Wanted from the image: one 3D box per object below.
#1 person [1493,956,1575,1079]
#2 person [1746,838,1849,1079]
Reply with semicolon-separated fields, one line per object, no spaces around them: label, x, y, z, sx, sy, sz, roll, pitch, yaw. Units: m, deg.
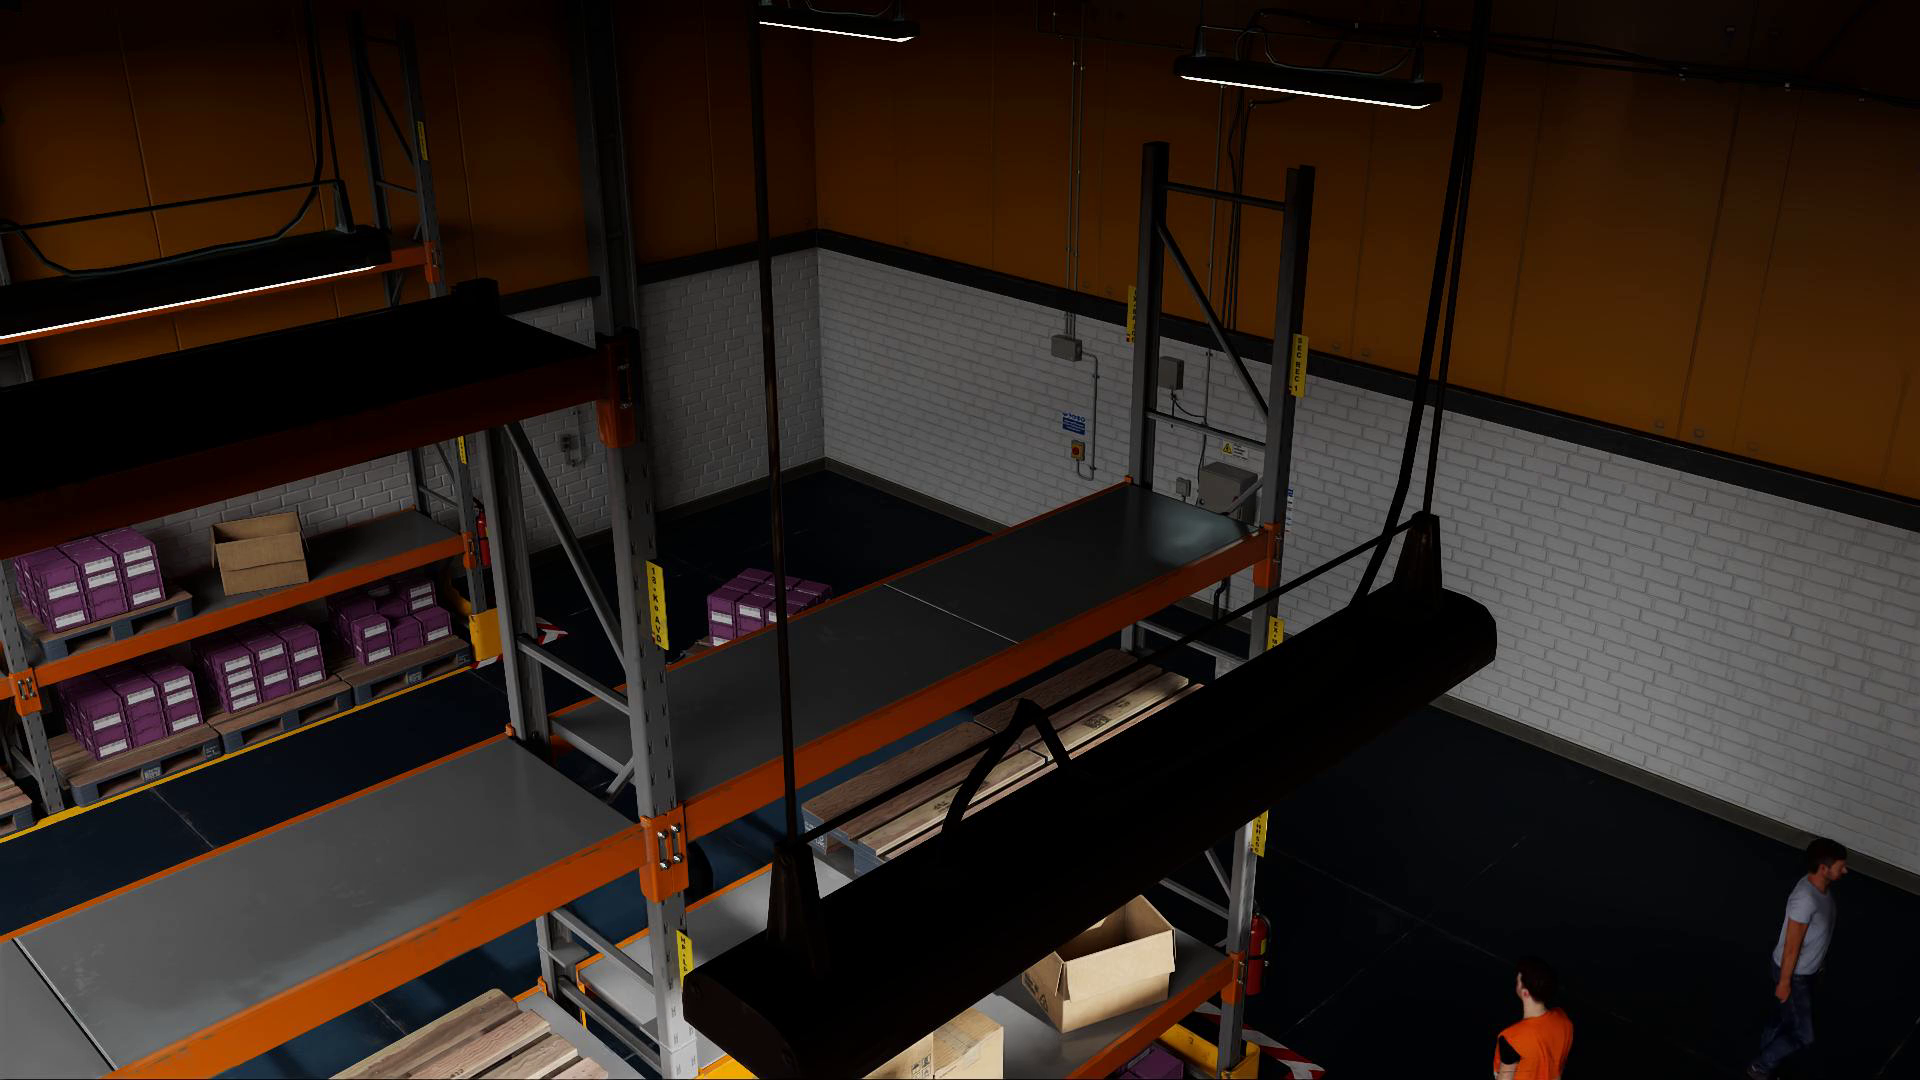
person;3.218;3.213;9.265;0.772;1.866;0.867;-9;25;-21
person;5.200;2.677;10.502;0.765;1.859;0.573;17;29;34
